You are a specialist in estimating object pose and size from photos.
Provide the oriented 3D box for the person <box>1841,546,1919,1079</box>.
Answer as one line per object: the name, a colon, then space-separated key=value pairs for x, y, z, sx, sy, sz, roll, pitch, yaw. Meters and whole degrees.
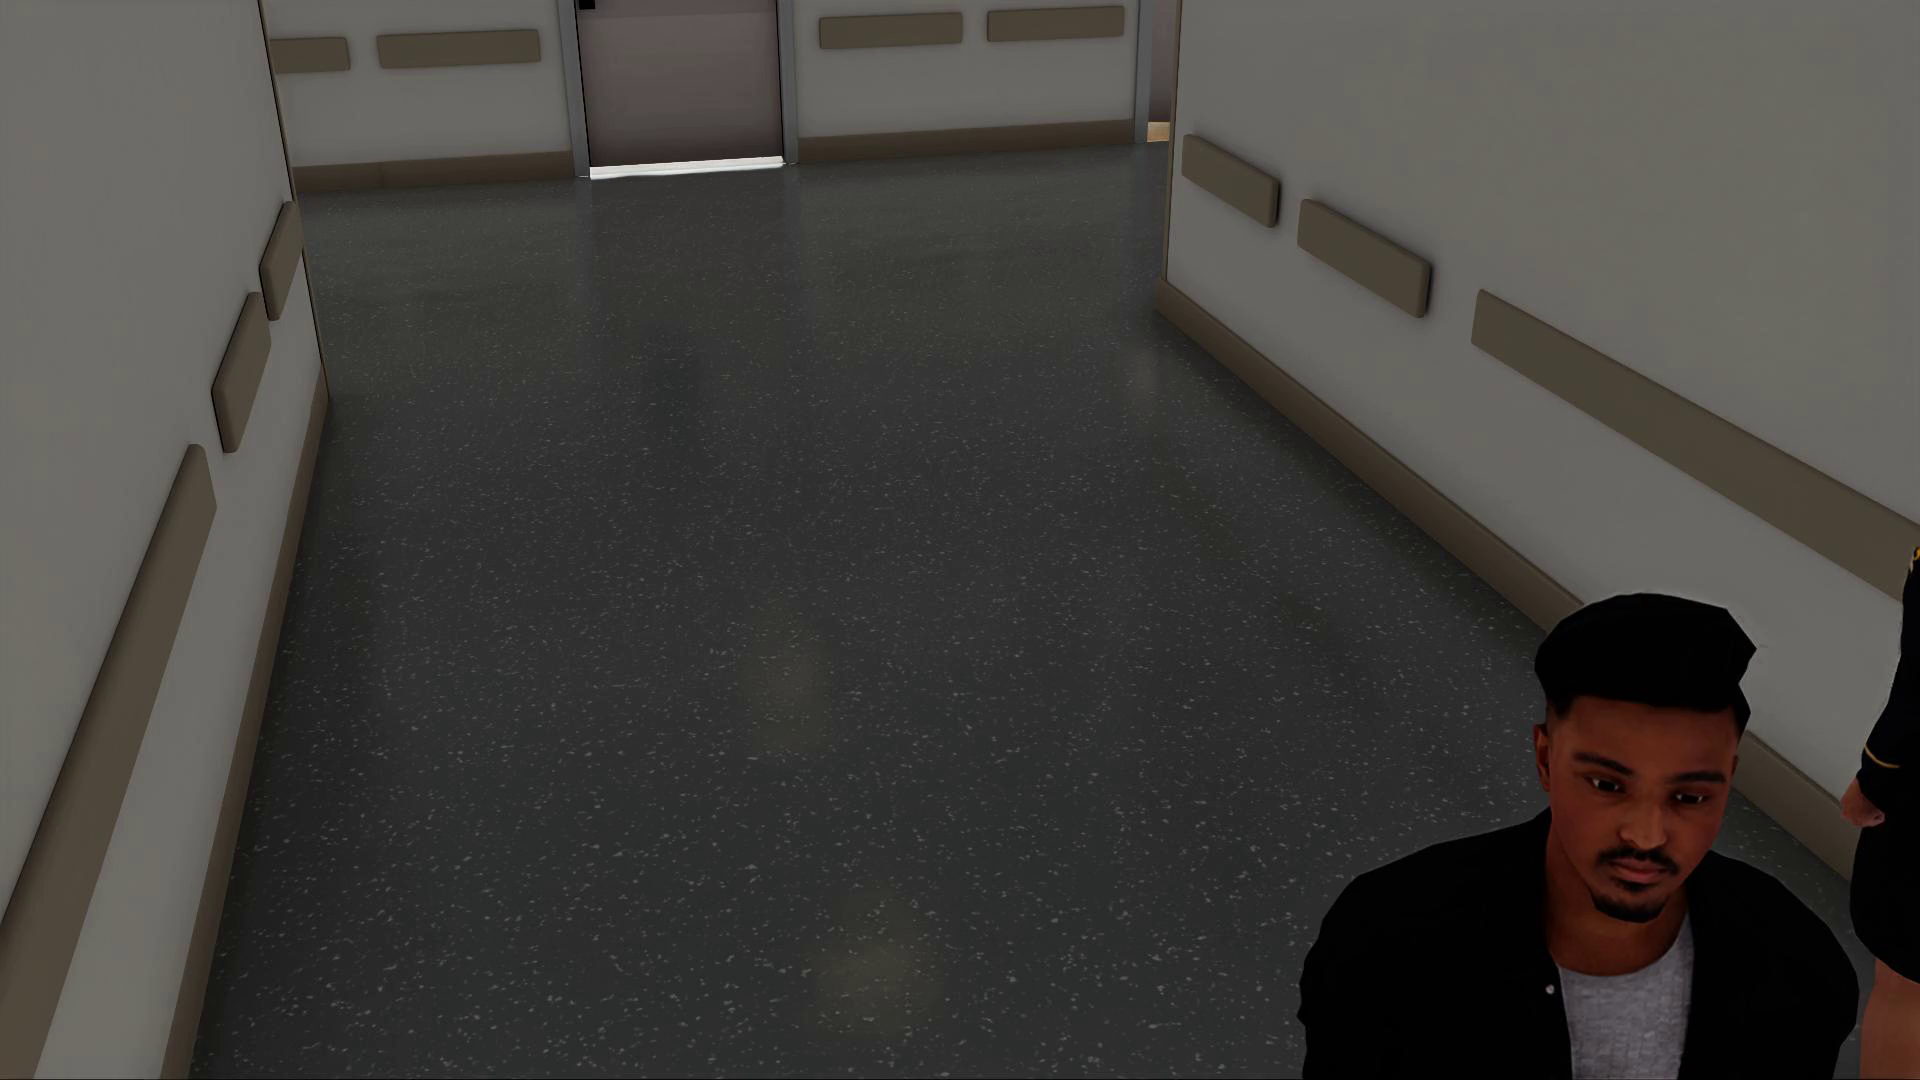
person: x=1.782 y=0.435 z=2.889 sx=0.565 sy=1.671 sz=0.754 roll=-8 pitch=27 yaw=-17

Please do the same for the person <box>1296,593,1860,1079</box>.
person: x=0.618 y=0.851 z=1.863 sx=0.678 sy=1.813 sz=0.833 roll=3 pitch=26 yaw=6
